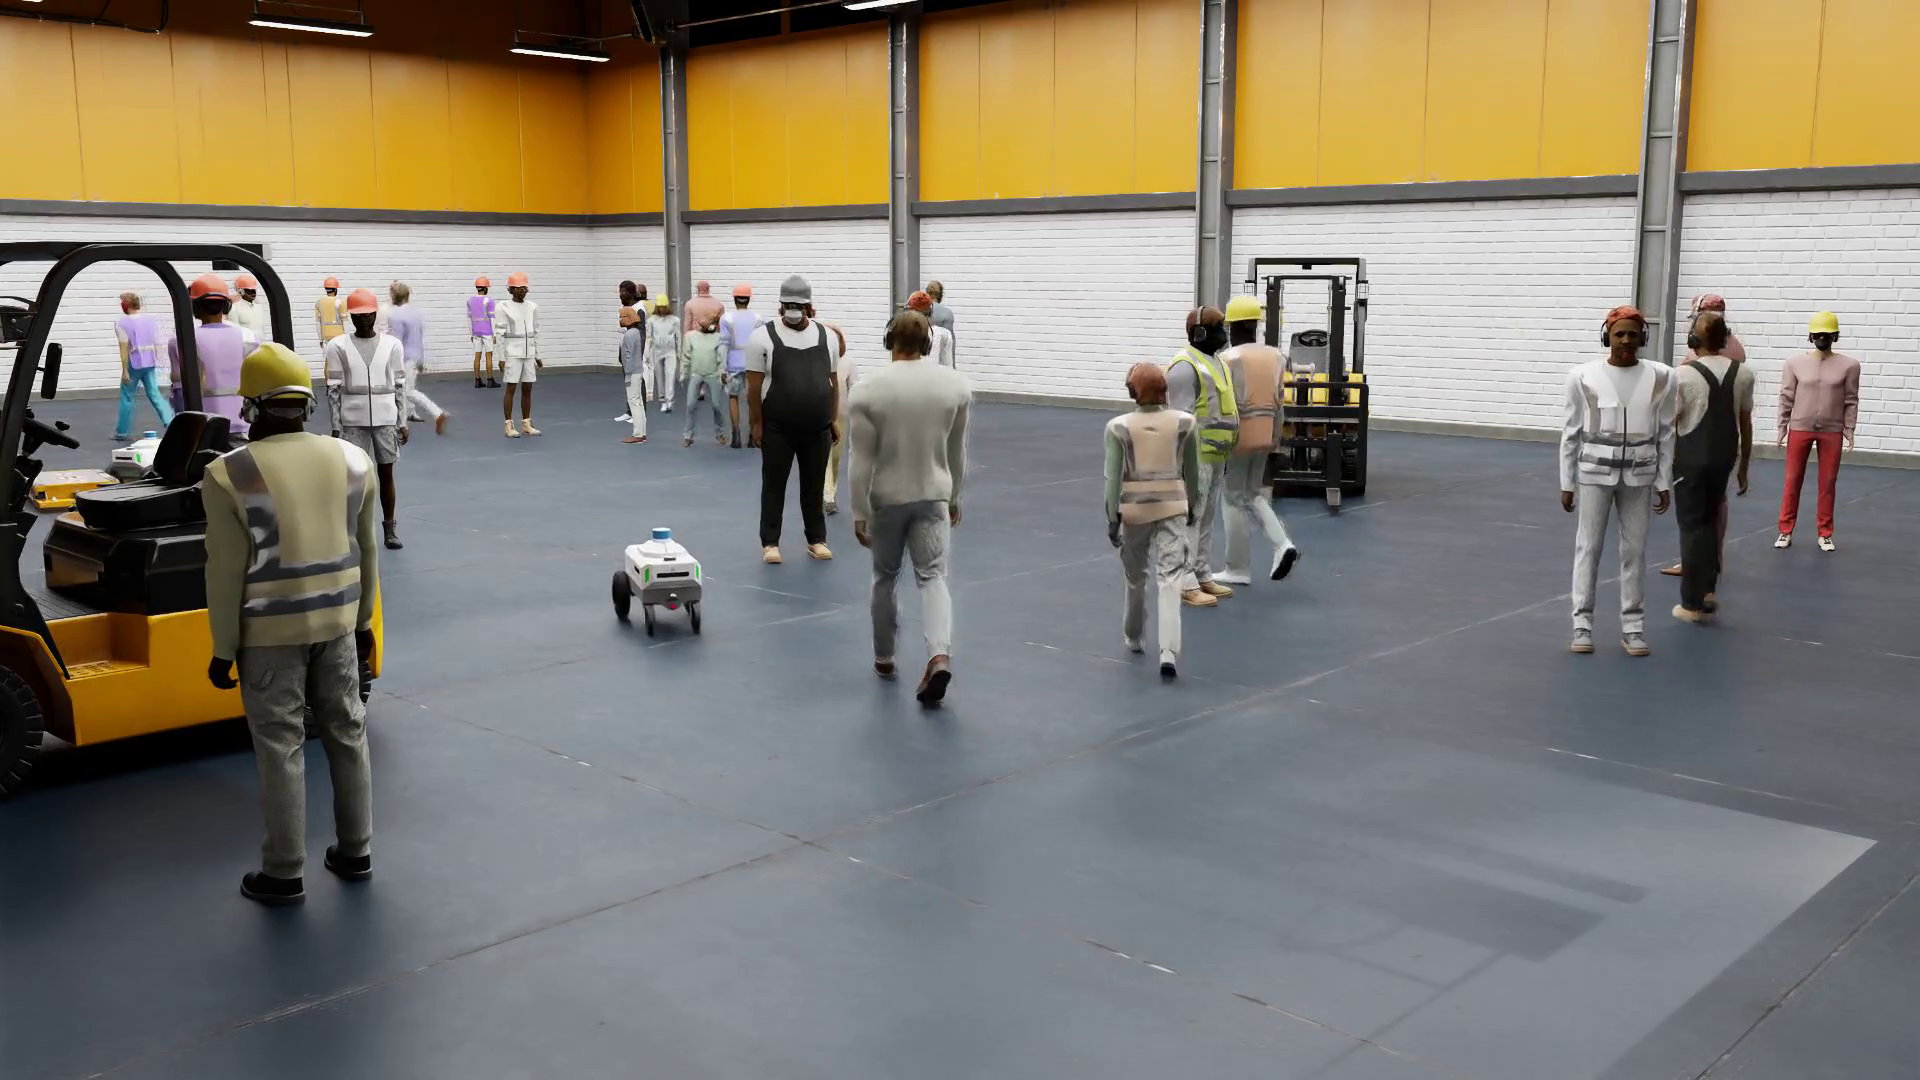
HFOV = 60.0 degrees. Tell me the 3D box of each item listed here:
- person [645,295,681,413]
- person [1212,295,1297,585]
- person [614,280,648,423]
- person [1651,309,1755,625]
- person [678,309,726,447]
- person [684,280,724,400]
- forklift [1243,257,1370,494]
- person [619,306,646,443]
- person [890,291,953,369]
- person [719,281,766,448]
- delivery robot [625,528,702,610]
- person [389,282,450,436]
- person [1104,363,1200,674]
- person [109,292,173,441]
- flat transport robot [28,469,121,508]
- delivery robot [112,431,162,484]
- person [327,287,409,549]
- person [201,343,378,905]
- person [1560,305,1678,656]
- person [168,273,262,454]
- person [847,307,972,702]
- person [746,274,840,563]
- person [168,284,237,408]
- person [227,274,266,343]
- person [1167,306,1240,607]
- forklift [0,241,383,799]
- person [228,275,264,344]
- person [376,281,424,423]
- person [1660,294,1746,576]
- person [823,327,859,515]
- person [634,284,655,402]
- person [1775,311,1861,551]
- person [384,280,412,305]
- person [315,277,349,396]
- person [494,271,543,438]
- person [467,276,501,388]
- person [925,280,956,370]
[{"bbox_3d":[-4.279,-2.676,23.968,0.507,1.686,0.915,-1,9,-6],"label":"person"},{"bbox_3d":[1.884,-0.629,10.787,0.583,1.911,0.550,-6,11,-33],"label":"person"},{"bbox_3d":[-4.432,-2.544,22.485,0.391,1.920,0.587,-7,12,-38],"label":"person"},{"bbox_3d":[4.322,-0.427,9.757,0.539,1.832,0.483,-1,9,-5],"label":"person"},{"bbox_3d":[-3.007,-1.893,19.442,0.563,1.617,0.367,-1,9,-6],"label":"person"},{"bbox_3d":[-4.045,-3.156,26.317,0.659,1.914,0.416,-3,10,-20],"label":"person"},{"bbox_3d":[3.309,-1.629,16.029,1.214,2.155,2.313,2,9,11],"label":"forklift"},{"bbox_3d":[-3.908,-1.963,19.819,0.278,1.626,0.501,0,9,-1],"label":"person"},{"bbox_3d":[-0.336,-1.171,14.176,0.573,1.883,0.356,-4,10,-24],"label":"person"},{"bbox_3d":[-2.503,-2.016,19.225,0.554,1.935,0.376,-3,10,-15],"label":"person"},{"bbox_3d":[-1.737,0.173,9.707,0.477,0.478,0.707,-3,10,-20],"label":"delivery robot"},{"bbox_3d":[-6.746,-2.212,20.476,0.851,1.917,0.633,1,9,4],"label":"person"},{"bbox_3d":[1.002,-0.124,8.642,0.514,1.590,0.884,0,9,2],"label":"person"},{"bbox_3d":[-9.805,-2.064,19.915,0.966,1.803,0.587,4,10,21],"label":"person"},{"bbox_3d":[-7.937,-0.470,14.807,0.652,0.197,1.431,-7,11,-35],"label":"flat transport robot"},{"bbox_3d":[-7.525,-0.769,15.483,0.477,0.478,0.707,2,10,15],"label":"delivery robot"},{"bbox_3d":[-4.337,-0.879,12.217,0.550,1.935,0.375,-4,10,-24],"label":"person"},{"bbox_3d":[-2.193,0.275,5.463,0.403,1.833,0.586,7,12,38],"label":"person"},{"bbox_3d":[3.525,-0.316,8.948,0.575,1.881,0.345,2,9,11],"label":"person"},{"bbox_3d":[-4.981,-0.763,11.182,0.608,2.044,0.371,-9,13,-44],"label":"person"},{"bbox_3d":[-0.233,-0.179,8.093,0.621,1.900,0.946,-2,9,-10],"label":"person"},{"bbox_3d":[-1.139,-0.854,11.746,0.684,2.000,0.535,-4,10,-23],"label":"person"},{"bbox_3d":[-6.901,-1.374,15.241,0.474,1.941,0.614,8,12,39],"label":"person"},{"bbox_3d":[-11.295,-3.203,26.355,0.637,1.982,0.428,4,10,22],"label":"person"},{"bbox_3d":[1.512,-0.522,10.320,0.429,1.844,0.626,5,10,27],"label":"person"},{"bbox_3d":[-3.706,-0.171,7.093,1.214,2.155,2.313,9,13,43],"label":"forklift"},{"bbox_3d":[-9.084,-2.388,21.295,0.396,1.992,0.623,2,9,12],"label":"person"},{"bbox_3d":[-7.520,-2.523,22.410,0.403,1.906,0.644,5,11,30],"label":"person"},{"bbox_3d":[4.999,-0.698,11.219,0.404,1.903,0.636,9,13,42],"label":"person"},{"bbox_3d":[-1.090,-1.024,14.188,0.509,1.579,0.873,-3,10,-18],"label":"person"},{"bbox_3d":[-4.960,-3.057,25.870,0.429,1.843,0.627,1,9,9],"label":"person"},{"bbox_3d":[6.305,-0.798,12.247,0.533,1.767,0.312,4,10,24],"label":"person"},{"bbox_3d":[-9.828,-3.609,29.161,0.518,1.874,0.330,-7,12,-37],"label":"person"},{"bbox_3d":[-10.220,-3.317,27.161,0.542,1.939,0.361,1,9,5],"label":"person"},{"bbox_3d":[-5.404,-2.279,20.476,0.391,2.040,0.615,8,12,40],"label":"person"},{"bbox_3d":[-8.289,-3.611,28.964,0.551,1.936,0.356,3,10,18],"label":"person"},{"bbox_3d":[-0.333,-2.187,20.257,0.638,1.932,0.379,6,11,34],"label":"person"}]
